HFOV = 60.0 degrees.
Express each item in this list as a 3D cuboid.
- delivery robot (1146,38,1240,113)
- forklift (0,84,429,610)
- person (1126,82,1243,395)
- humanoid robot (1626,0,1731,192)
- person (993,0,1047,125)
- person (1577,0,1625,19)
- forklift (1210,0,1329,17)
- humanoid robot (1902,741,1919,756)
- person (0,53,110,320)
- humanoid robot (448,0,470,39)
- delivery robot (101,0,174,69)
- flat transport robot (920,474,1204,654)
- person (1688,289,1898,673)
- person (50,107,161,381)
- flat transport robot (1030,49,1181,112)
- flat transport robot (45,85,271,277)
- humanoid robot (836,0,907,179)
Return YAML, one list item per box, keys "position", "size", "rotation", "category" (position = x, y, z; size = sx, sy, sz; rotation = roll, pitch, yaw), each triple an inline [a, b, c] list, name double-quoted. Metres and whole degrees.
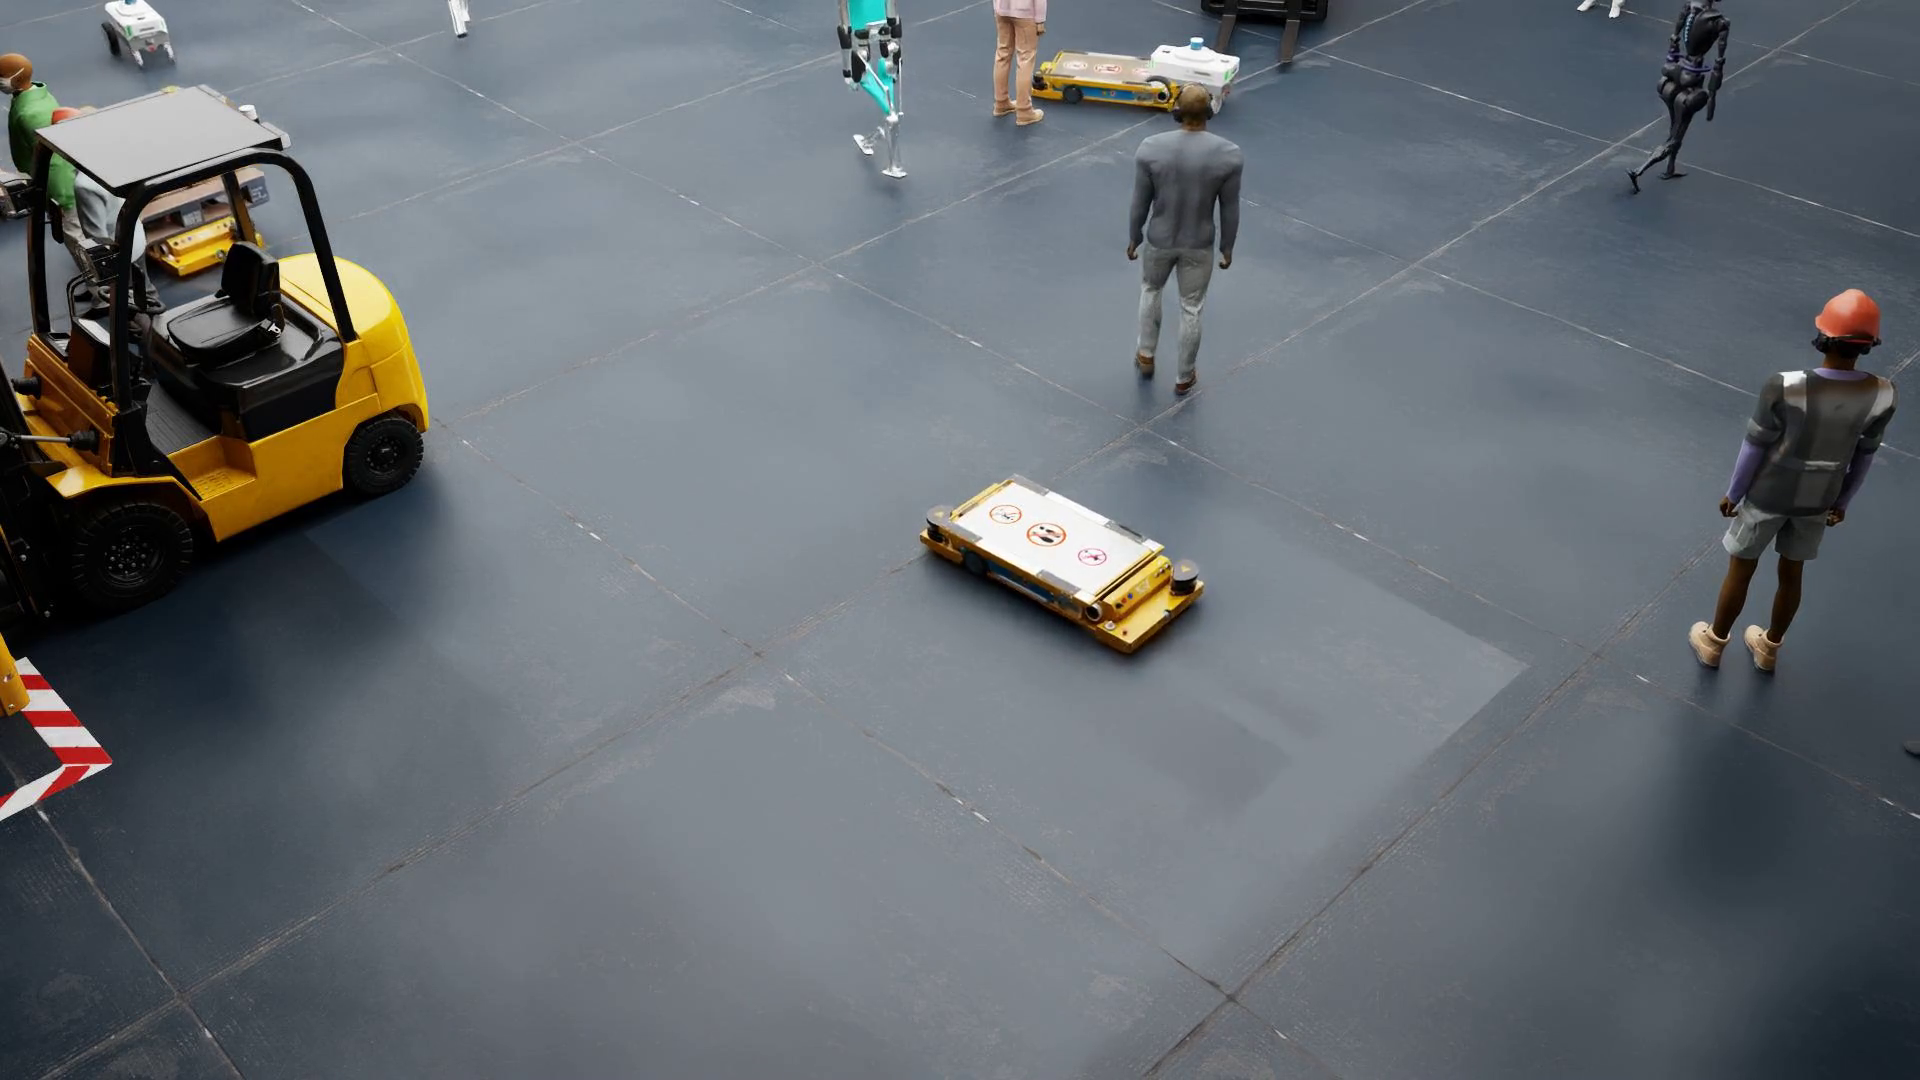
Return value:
- position: [1.941, -3.925, 14.027]
  size: [0.784, 0.613, 0.510]
  rotation: [16, 40, 20]
  category: "delivery robot"
- position: [-4.145, -1.093, 8.856]
  size: [2.313, 2.155, 1.214]
  rotation: [-31, 47, -34]
  category: "forklift"
- position: [1.340, -1.809, 10.053]
  size: [0.657, 1.916, 0.526]
  rotation: [4, 37, 6]
  category: "person"
- position: [5.375, -3.427, 12.432]
  size: [0.694, 1.634, 0.587]
  rotation: [-13, 39, -17]
  category: "humanoid robot"
- position: [0.470, -4.239, 13.417]
  size: [0.518, 1.777, 0.410]
  rotation: [28, 45, 32]
  category: "person"
- position: [6.156, -5.725, 15.522]
  size: [0.517, 1.632, 0.315]
  rotation: [25, 44, 30]
  category: "person"
- position: [3.106, -6.400, 15.960]
  size: [1.214, 2.155, 2.313]
  rotation: [8, 37, 10]
  category: "forklift"
- position: [4.821, 0.428, 7.307]
  size: [0.754, 1.625, 0.607]
  rotation: [9, 38, 11]
  category: "humanoid robot"
- position: [-5.862, -2.287, 10.793]
  size: [0.384, 1.784, 0.550]
  rotation: [-15, 39, -19]
  category: "person"
- position: [-4.637, -5.416, 15.027]
  size: [0.549, 1.742, 1.032]
  rotation: [-11, 38, -15]
  category: "humanoid robot"
- position: [-7.383, -4.597, 14.928]
  size: [0.499, 0.614, 0.802]
  rotation: [-25, 43, -29]
  category: "delivery robot"
- position: [0.528, 0.088, 8.879]
  size: [1.431, 0.231, 0.659]
  rotation: [28, 45, 32]
  category: "flat transport robot"
- position: [3.920, -0.243, 7.857]
  size: [0.598, 2.036, 0.405]
  rotation: [1, 37, 1]
  category: "person"
- position: [-5.184, -1.799, 10.194]
  size: [0.349, 1.718, 0.571]
  rotation: [-3, 37, -4]
  category: "person"
- position: [1.346, -3.935, 14.264]
  size: [1.431, 0.231, 0.659]
  rotation: [9, 38, 12]
  category: "flat transport robot"
- position: [-5.771, -2.307, 12.085]
  size: [1.431, 0.231, 0.659]
  rotation: [27, 44, 31]
  category: "flat transport robot"
- position: [-0.561, -3.538, 12.533]
  size: [0.540, 1.738, 1.058]
  rotation: [-21, 42, -26]
  category: "humanoid robot"
